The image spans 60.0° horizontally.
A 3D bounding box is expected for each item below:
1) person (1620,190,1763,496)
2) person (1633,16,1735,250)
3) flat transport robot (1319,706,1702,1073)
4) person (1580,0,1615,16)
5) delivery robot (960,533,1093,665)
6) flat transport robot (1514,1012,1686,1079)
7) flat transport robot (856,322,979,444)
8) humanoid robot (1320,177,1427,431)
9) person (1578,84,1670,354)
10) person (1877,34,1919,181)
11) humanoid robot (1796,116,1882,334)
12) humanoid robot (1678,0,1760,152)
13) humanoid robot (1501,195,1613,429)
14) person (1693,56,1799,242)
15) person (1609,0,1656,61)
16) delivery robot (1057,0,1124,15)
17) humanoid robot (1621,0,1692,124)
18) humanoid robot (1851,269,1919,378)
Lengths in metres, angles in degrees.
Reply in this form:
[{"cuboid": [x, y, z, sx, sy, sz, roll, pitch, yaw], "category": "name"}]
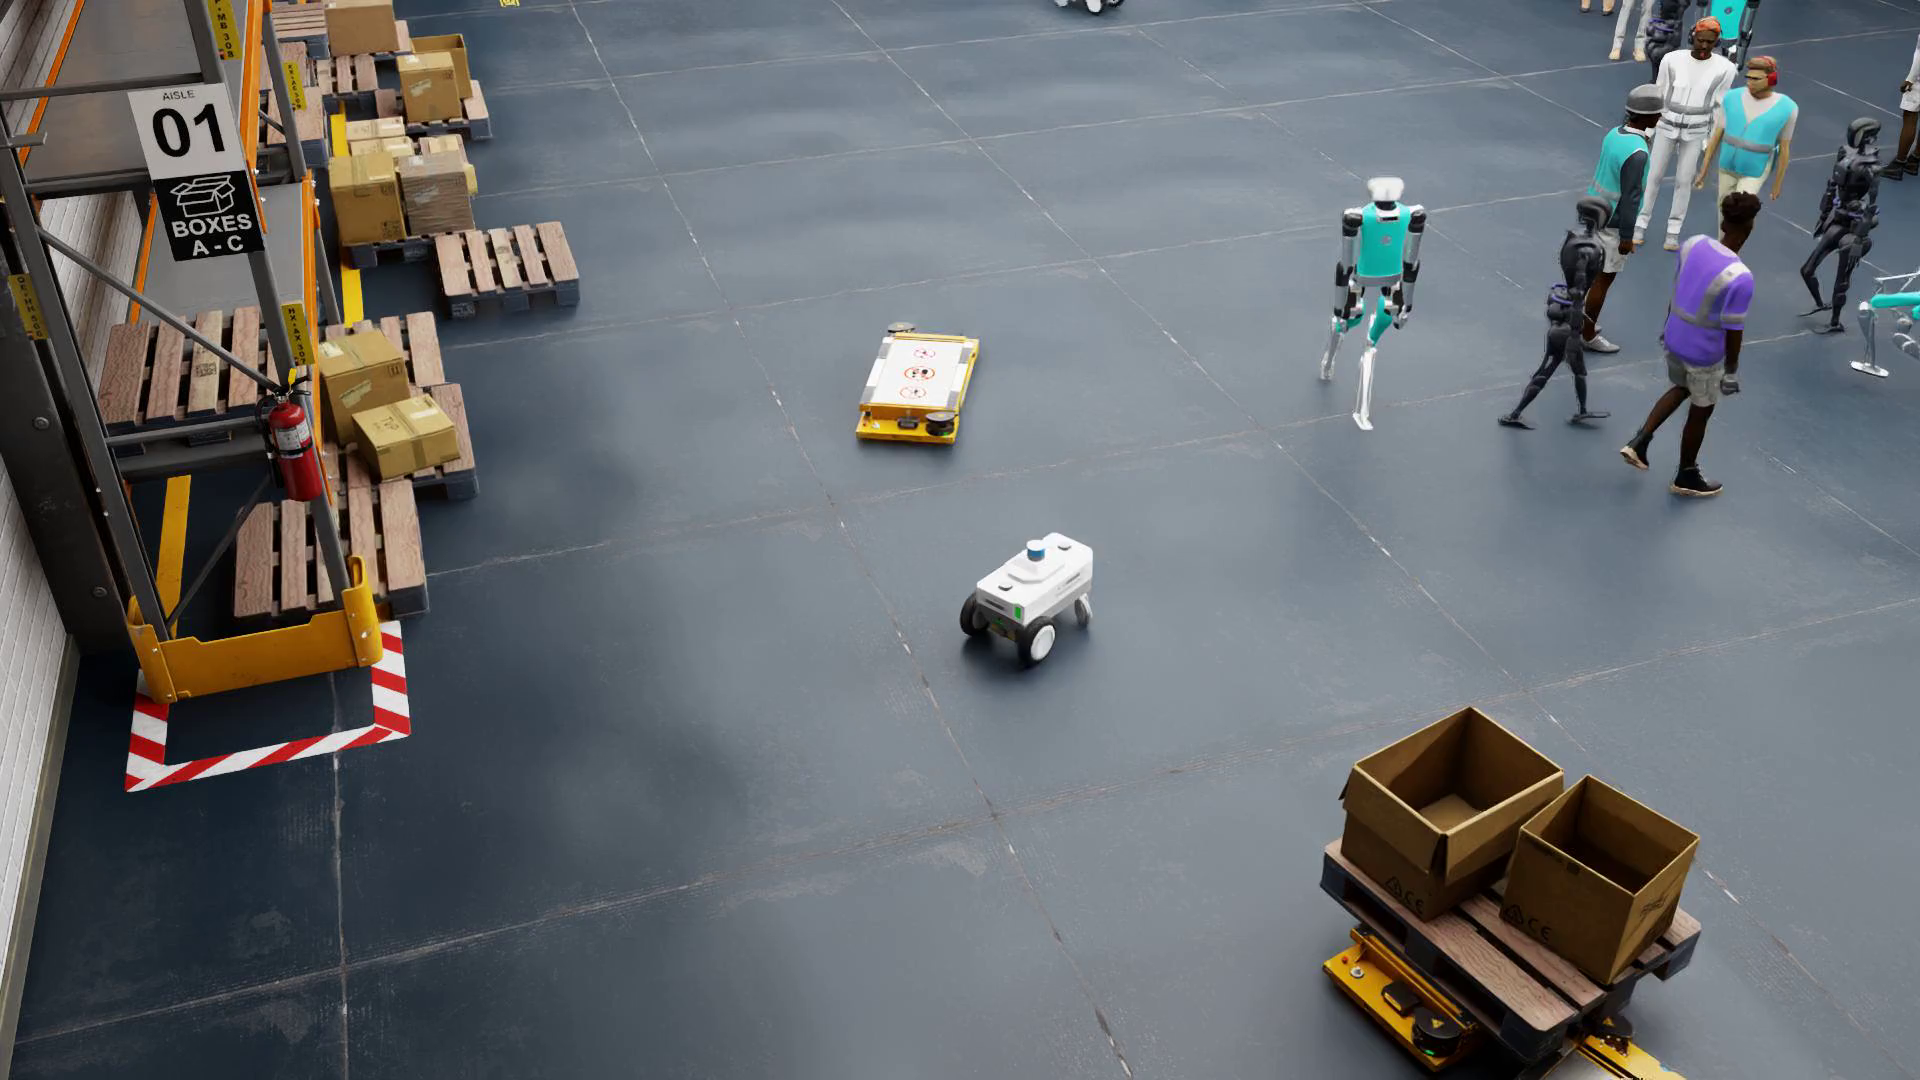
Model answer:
[{"cuboid": [4.496, -1.180, 10.131, 0.530, 1.943, 0.673, -7, 34, -10], "category": "person"}, {"cuboid": [5.815, -3.275, 13.411, 0.573, 1.880, 0.361, 15, 36, 22], "category": "person"}, {"cuboid": [2.326, 1.727, 7.210, 1.431, 0.231, 0.659, -20, 38, -27], "category": "flat transport robot"}, {"cuboid": [7.527, -6.941, 19.226, 0.468, 1.670, 0.385, 18, 37, 25], "category": "person"}, {"cuboid": [0.409, 0.274, 9.157, 0.511, 0.573, 0.735, 25, 41, 33], "category": "delivery robot"}, {"cuboid": [2.280, 2.355, 6.247, 1.431, 0.231, 0.659, -25, 41, -33], "category": "flat transport robot"}, {"cuboid": [-0.276, -1.098, 11.542, 0.659, 0.231, 1.431, 4, 33, 6], "category": "flat transport robot"}, {"cuboid": [2.678, -1.683, 11.131, 0.555, 1.790, 0.916, -1, 33, -2], "category": "humanoid robot"}, {"cuboid": [4.642, -2.286, 11.837, 0.428, 1.938, 0.566, -1, 33, -2], "category": "person"}, {"cuboid": [8.558, -4.154, 14.704, 0.550, 1.937, 0.354, -17, 37, -24], "category": "person"}, {"cuboid": [6.423, -2.263, 12.044, 0.373, 1.645, 0.596, -4, 33, -6], "category": "humanoid robot"}, {"cuboid": [6.917, -4.438, 15.329, 0.553, 1.779, 0.800, 9, 34, 13], "category": "humanoid robot"}, {"cuboid": [4.011, -1.441, 10.802, 0.729, 1.629, 0.585, 10, 34, 14], "category": "humanoid robot"}, {"cuboid": [5.902, -2.761, 12.671, 0.722, 1.813, 0.571, -26, 41, -34], "category": "person"}, {"cuboid": [7.306, -6.044, 17.668, 0.459, 1.869, 0.355, 7, 34, 11], "category": "person"}, {"cuboid": [1.526, -6.555, 19.638, 0.774, 0.581, 0.499, 22, 39, 29], "category": "delivery robot"}, {"cuboid": [6.707, -4.759, 15.892, 0.514, 1.656, 0.584, 1, 33, 2], "category": "humanoid robot"}, {"cuboid": [6.539, -1.780, 11.255, 0.995, 1.730, 0.530, 19, 38, 27], "category": "humanoid robot"}]
